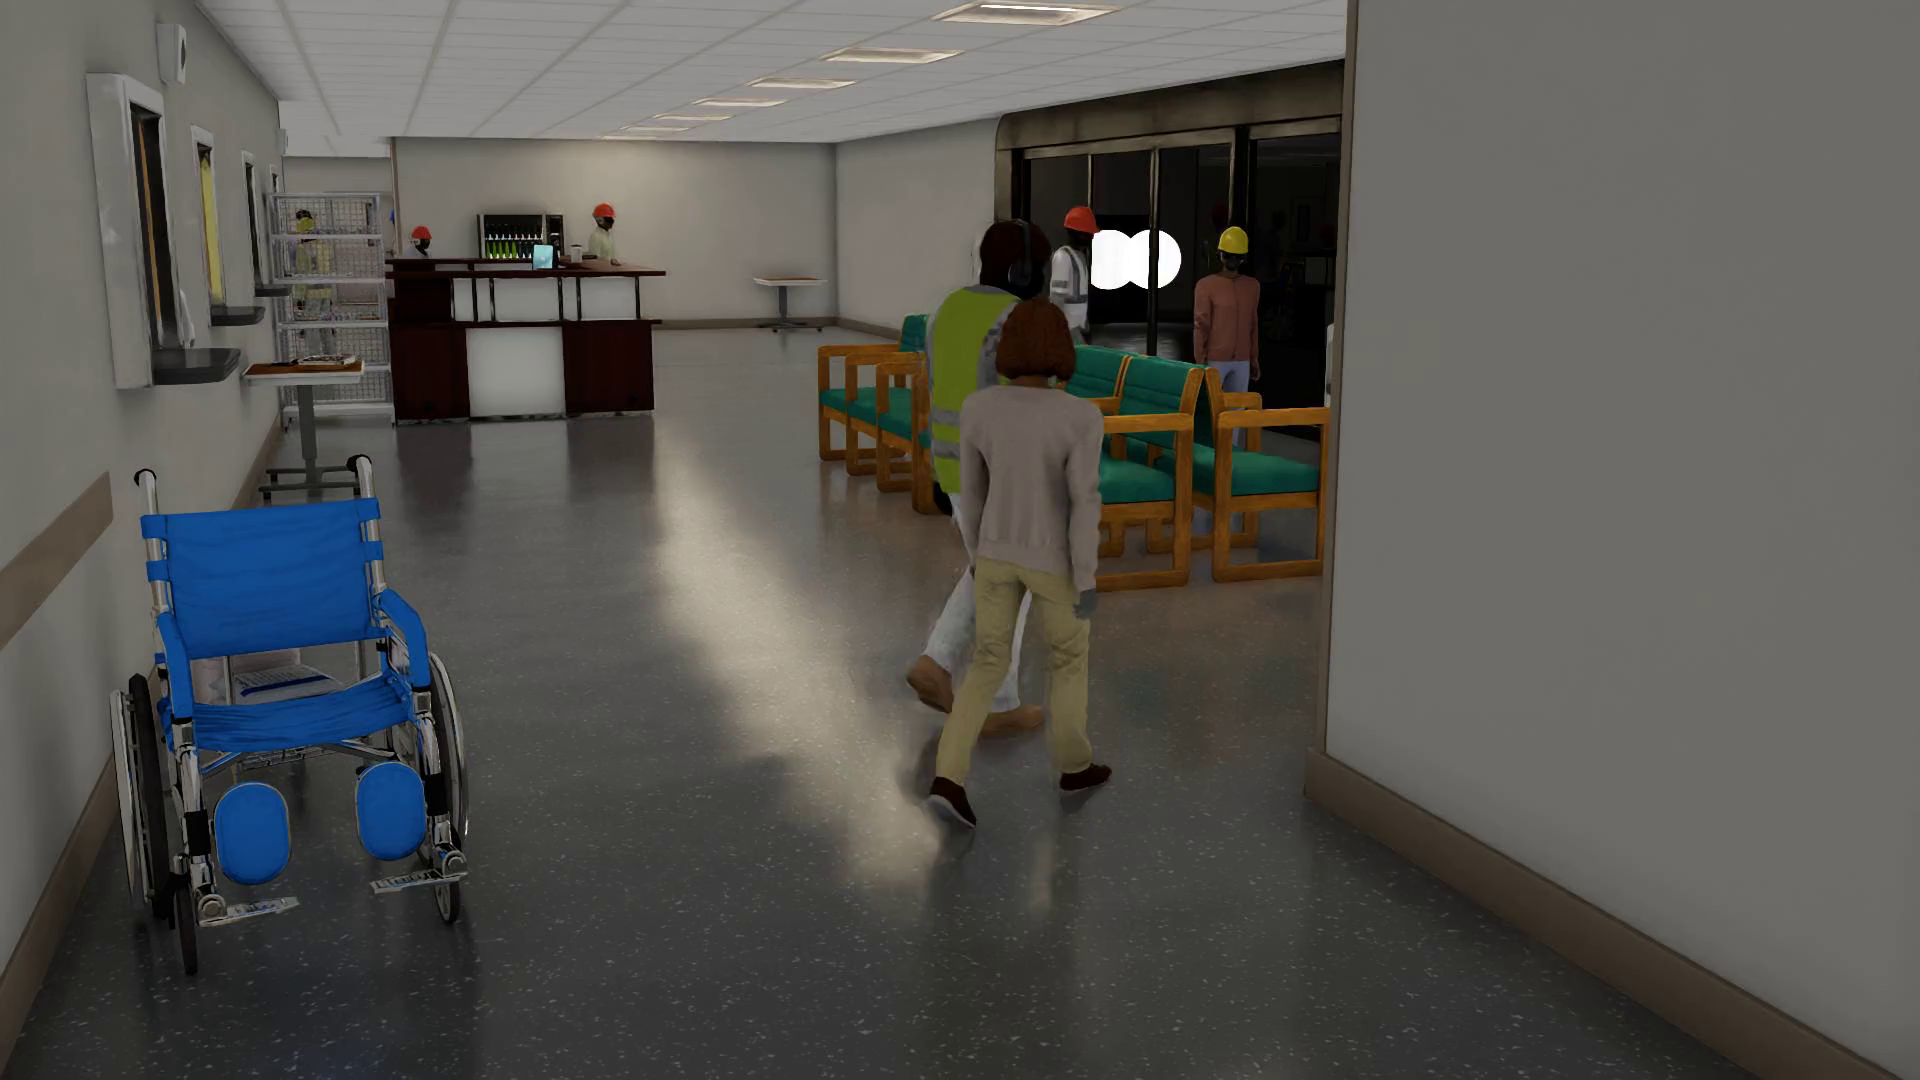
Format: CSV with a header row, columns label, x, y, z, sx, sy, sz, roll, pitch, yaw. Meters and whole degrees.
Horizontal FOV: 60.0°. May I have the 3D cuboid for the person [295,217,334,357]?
label,x,y,z,sx,sy,sz,roll,pitch,yaw
person,-7.717,-2.933,19.883,0.403,1.818,0.601,3,11,16

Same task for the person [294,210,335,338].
label,x,y,z,sx,sy,sz,roll,pitch,yaw
person,-9.703,-3.970,24.908,0.623,1.917,0.720,6,12,27

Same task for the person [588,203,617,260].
label,x,y,z,sx,sy,sz,roll,pitch,yaw
person,-4.523,-3.278,21.179,0.396,1.992,0.622,1,11,3

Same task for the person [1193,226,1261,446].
label,x,y,z,sx,sy,sz,roll,pitch,yaw
person,1.781,-1.187,11.051,0.530,1.765,0.325,-6,12,-27

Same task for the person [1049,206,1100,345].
label,x,y,z,sx,sy,sz,roll,pitch,yaw
person,0.915,-1.745,13.533,0.519,1.907,0.683,3,12,17

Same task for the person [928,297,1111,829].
label,x,y,z,sx,sy,sz,roll,pitch,yaw
person,0.190,0.068,5.044,0.508,1.600,0.817,7,13,30

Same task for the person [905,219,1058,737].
label,x,y,z,sx,sy,sz,roll,pitch,yaw
person,0.125,-0.194,5.805,0.442,1.823,0.640,-8,13,-35
